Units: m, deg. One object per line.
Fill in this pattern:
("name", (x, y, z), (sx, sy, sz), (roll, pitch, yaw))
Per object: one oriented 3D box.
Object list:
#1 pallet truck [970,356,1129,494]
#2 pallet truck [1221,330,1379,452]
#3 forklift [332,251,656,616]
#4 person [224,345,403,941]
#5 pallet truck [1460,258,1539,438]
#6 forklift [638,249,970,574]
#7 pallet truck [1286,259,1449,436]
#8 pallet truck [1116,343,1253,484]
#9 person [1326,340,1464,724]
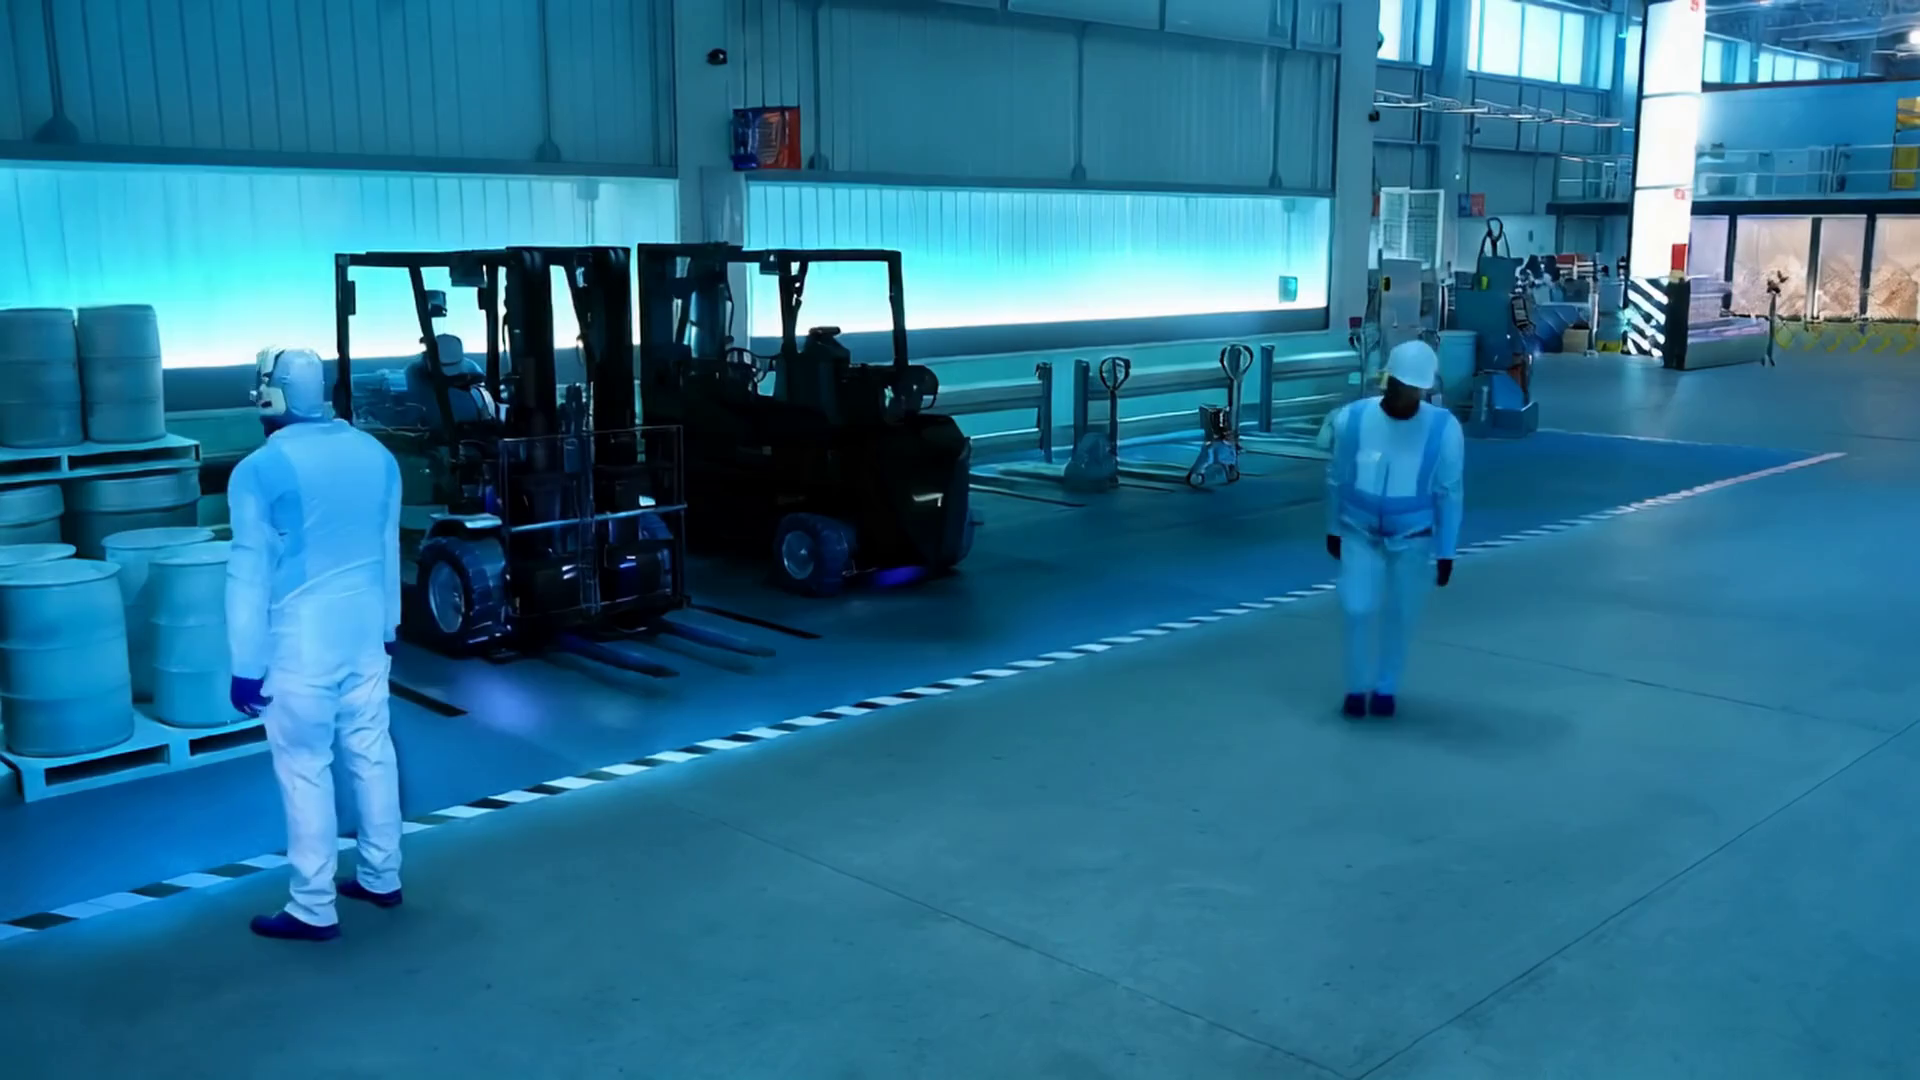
("pallet truck", (0.784, -1.085, 14.876), (0.680, 1.201, 1.601), (-10, 14, -44))
("pallet truck", (3.563, -1.581, 17.381), (0.653, 1.274, 1.630), (-10, 14, -44))
("forklift", (-2.833, -0.669, 9.694), (1.157, 1.987, 2.680), (-10, 14, -44))
("person", (-2.084, 0.325, 5.359), (0.402, 1.899, 0.654), (5, 12, 27))
("pallet truck", (5.704, -2.208, 18.901), (1.885, 1.965, 0.823), (10, 14, 43))
("forklift", (-1.173, -0.958, 11.239), (2.680, 1.987, 1.157), (10, 14, 43))
("pallet truck", (4.493, -2.078, 18.196), (0.823, 1.965, 1.885), (-9, 14, -40))
("pallet truck", (1.962, -1.215, 15.415), (1.522, 1.261, 0.704), (10, 14, 43))
("person", (1.961, -0.023, 7.566), (0.615, 1.781, 0.589), (4, 11, 20))
